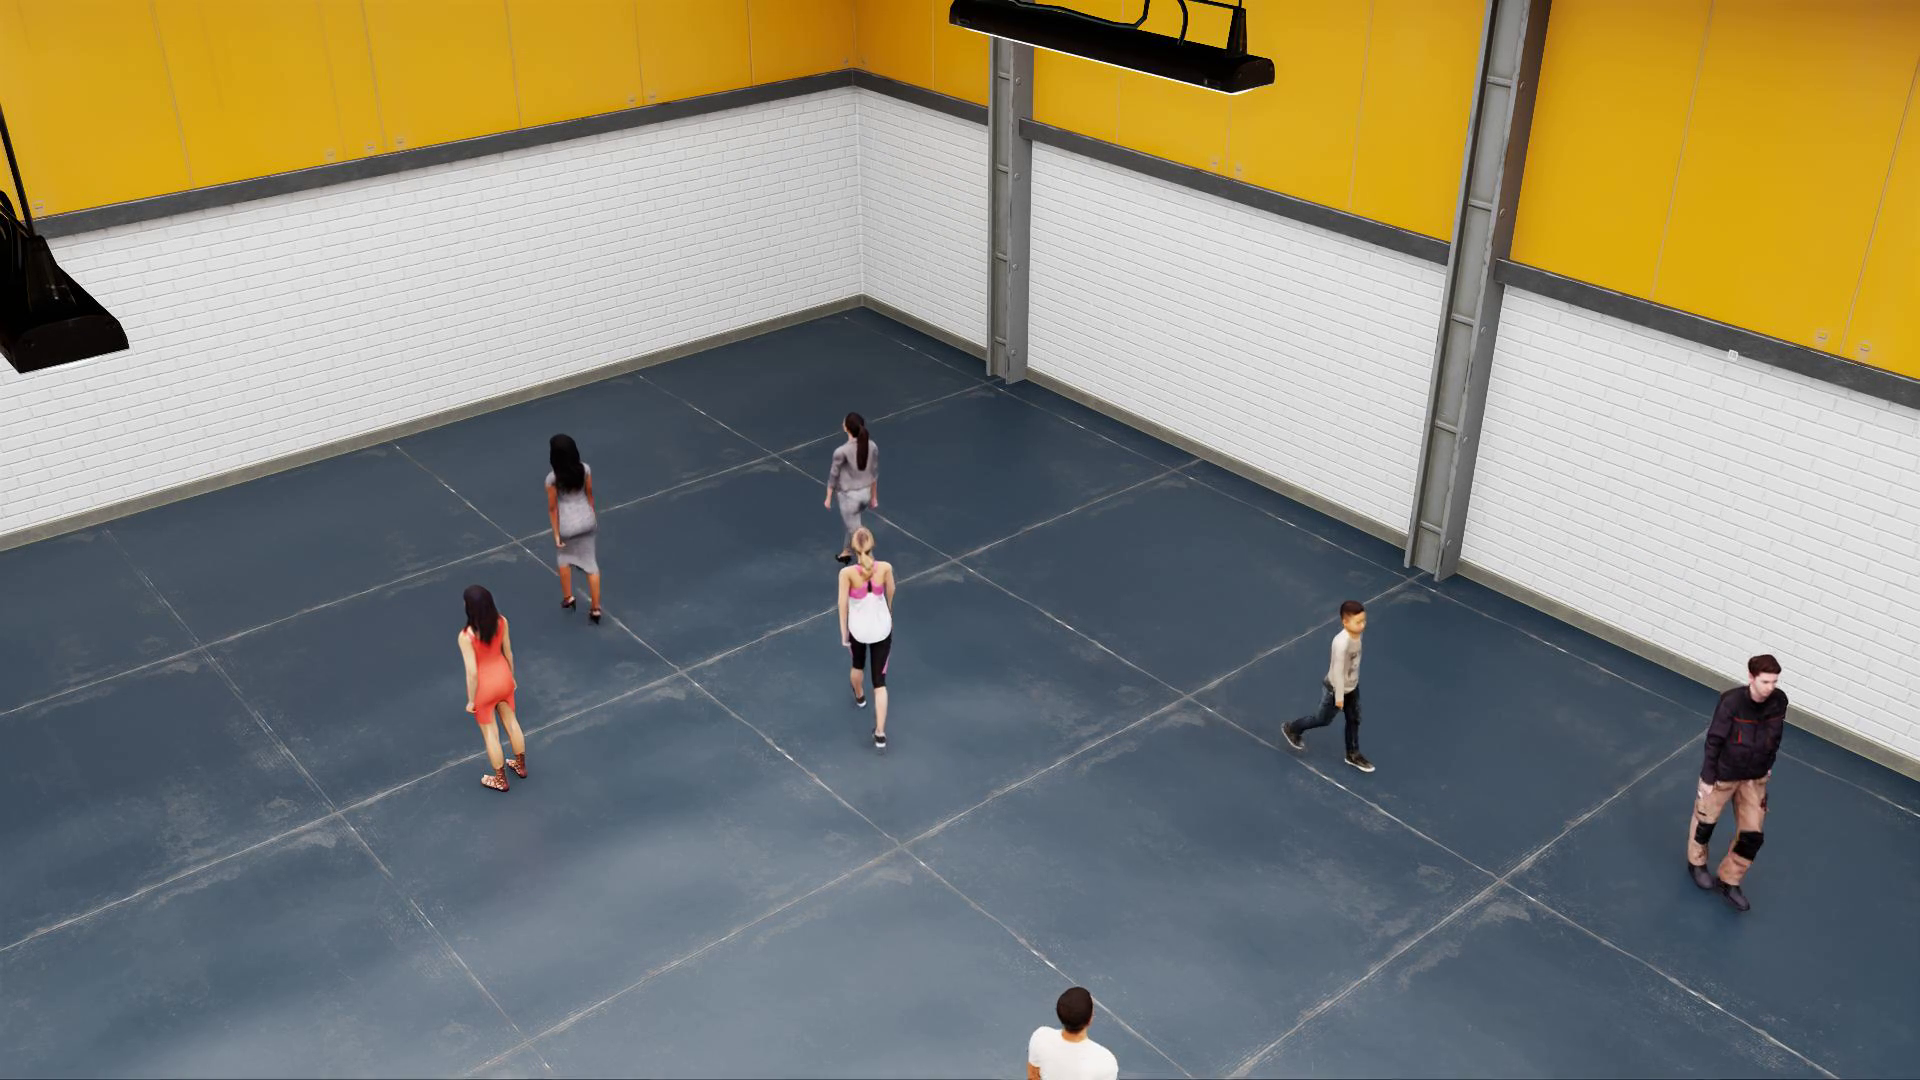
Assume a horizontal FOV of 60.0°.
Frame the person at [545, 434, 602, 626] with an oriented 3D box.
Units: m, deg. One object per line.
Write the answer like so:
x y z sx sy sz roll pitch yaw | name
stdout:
-3.264 -0.053 14.318 0.664 1.764 0.787 -16 32 -26 | person

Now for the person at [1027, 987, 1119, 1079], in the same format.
0.545 3.065 8.572 0.879 1.793 0.871 15 32 26 | person

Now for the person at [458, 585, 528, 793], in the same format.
-3.461 1.087 12.276 0.588 1.719 0.641 19 34 31 | person

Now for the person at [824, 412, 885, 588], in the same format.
-0.906 -0.311 14.921 0.605 1.639 1.052 -22 35 -34 | person

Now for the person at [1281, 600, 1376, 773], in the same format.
2.810 1.084 12.575 1.007 1.438 0.677 20 34 32 | person

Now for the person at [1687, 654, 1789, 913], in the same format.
5.205 1.531 11.265 0.937 1.908 1.000 -2 29 -3 | person

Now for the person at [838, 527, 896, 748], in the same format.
-0.682 0.774 12.824 0.979 1.743 1.216 -5 29 -10 | person
